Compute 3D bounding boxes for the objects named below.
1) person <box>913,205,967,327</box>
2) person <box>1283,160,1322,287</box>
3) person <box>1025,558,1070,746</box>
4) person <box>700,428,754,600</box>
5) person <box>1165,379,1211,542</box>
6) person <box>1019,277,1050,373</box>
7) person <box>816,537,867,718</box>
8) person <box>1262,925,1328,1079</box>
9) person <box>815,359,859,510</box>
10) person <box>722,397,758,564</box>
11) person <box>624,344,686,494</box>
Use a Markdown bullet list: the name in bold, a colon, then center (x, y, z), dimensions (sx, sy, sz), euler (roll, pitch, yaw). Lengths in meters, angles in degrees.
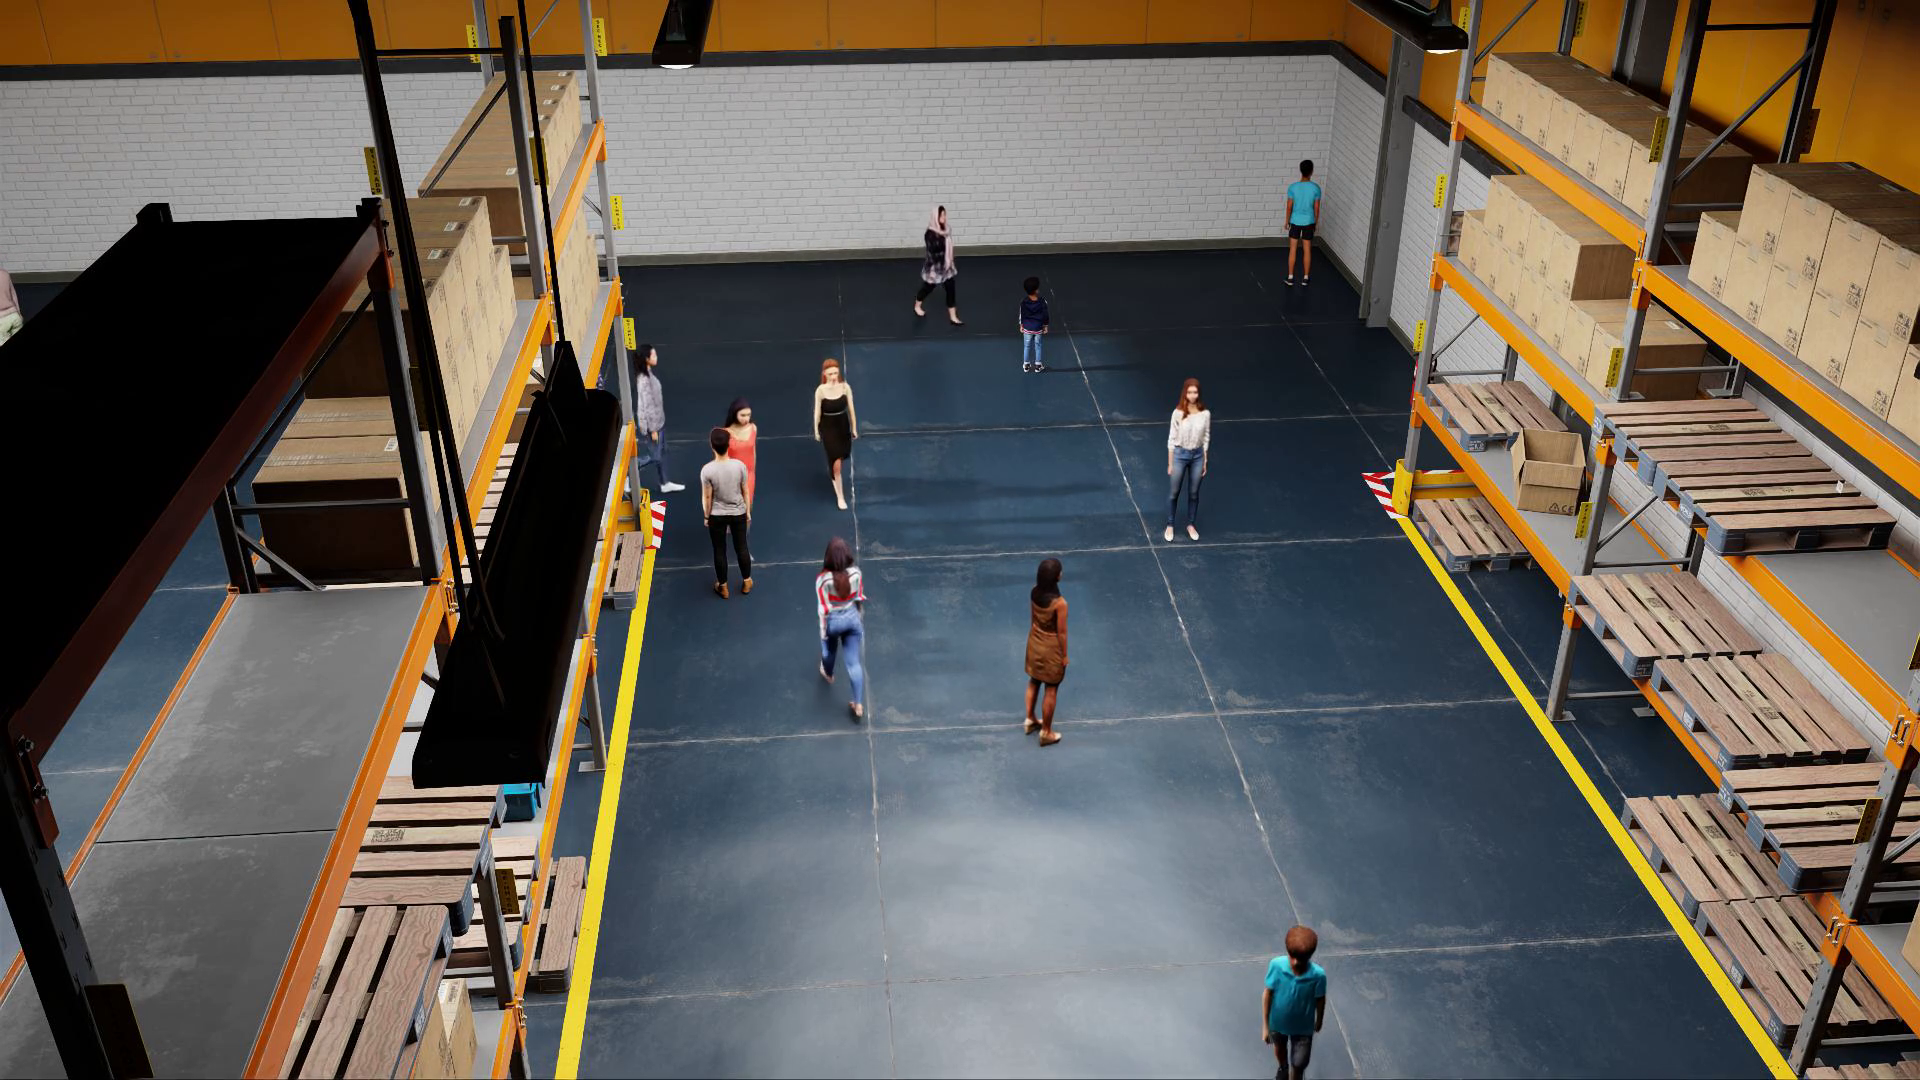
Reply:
- **person**: center (-0.364, -3.649, 22.127), dimensions (1.127, 1.597, 1.097), euler (19, 34, 31)
- **person**: center (4.824, -4.463, 23.432), dimensions (0.660, 1.776, 0.585), euler (3, 29, 6)
- **person**: center (0.716, 0.906, 13.685), dimensions (0.701, 1.684, 0.606), euler (-20, 35, -33)
- **person**: center (-2.217, -0.260, 15.788), dimensions (0.649, 1.718, 0.587), euler (-8, 30, -15)
- **person**: center (2.295, -0.822, 16.806), dimensions (0.576, 1.729, 0.505), euler (-1, 29, -2)
- **person**: center (0.911, -2.694, 20.765), dimensions (0.562, 1.224, 0.541), euler (4, 29, 8)
- **person**: center (-0.974, 0.754, 14.085), dimensions (0.852, 1.568, 1.169), euler (-12, 31, -21)
- **person**: center (2.059, 2.905, 10.298), dimensions (0.785, 1.419, 0.971), euler (12, 31, 20)
- **person**: center (-1.335, -1.185, 17.611), dimensions (0.778, 1.596, 1.097), euler (-11, 30, -19)
- **person**: center (-2.237, -0.638, 16.505), dimensions (0.915, 1.695, 1.066), euler (-17, 33, -28)
- **person**: center (-3.334, -1.234, 17.574), dimensions (0.732, 1.718, 0.901), euler (-5, 29, -9)
